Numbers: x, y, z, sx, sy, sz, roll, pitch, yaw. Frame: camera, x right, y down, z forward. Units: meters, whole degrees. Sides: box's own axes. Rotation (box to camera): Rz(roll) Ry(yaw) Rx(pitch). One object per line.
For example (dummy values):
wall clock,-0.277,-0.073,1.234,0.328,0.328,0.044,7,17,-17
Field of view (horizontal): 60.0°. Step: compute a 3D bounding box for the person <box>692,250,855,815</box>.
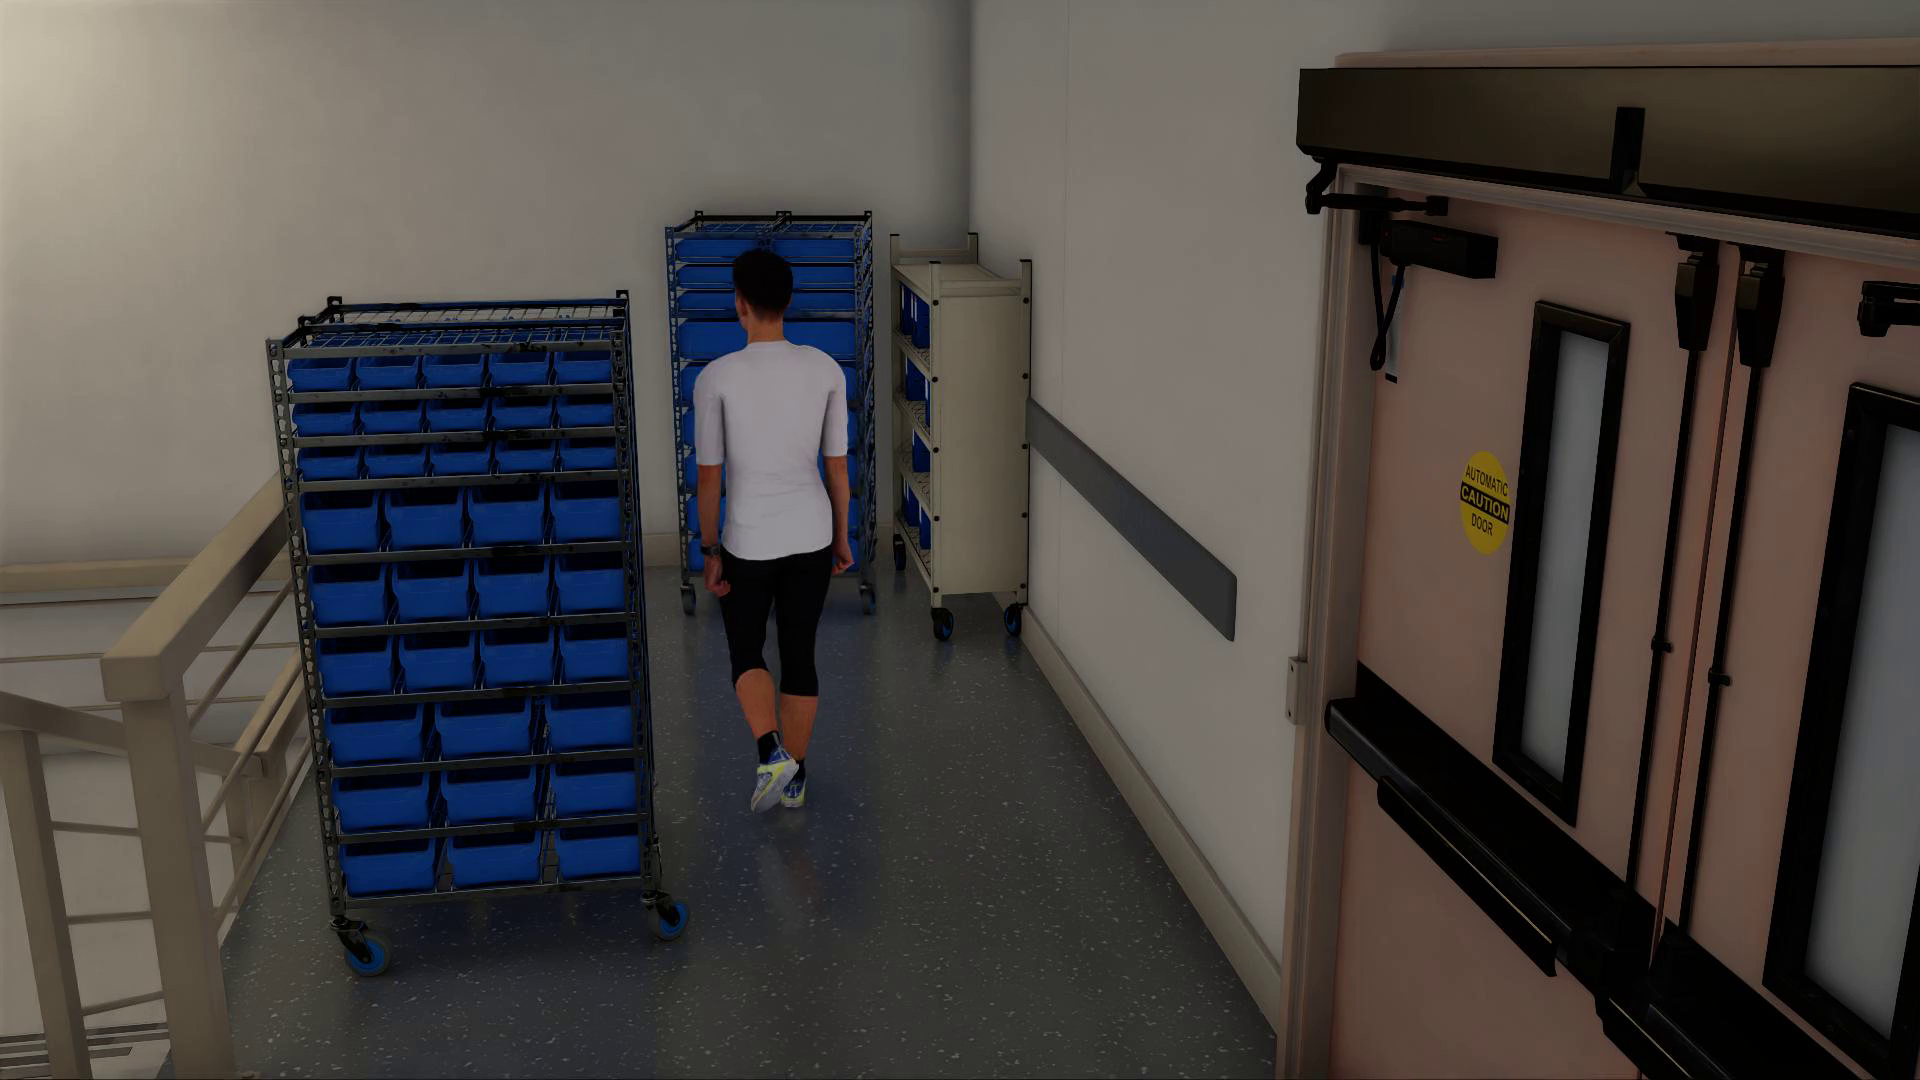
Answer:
person,-0.564,0.025,5.275,0.714,1.837,0.843,-4,16,-14
